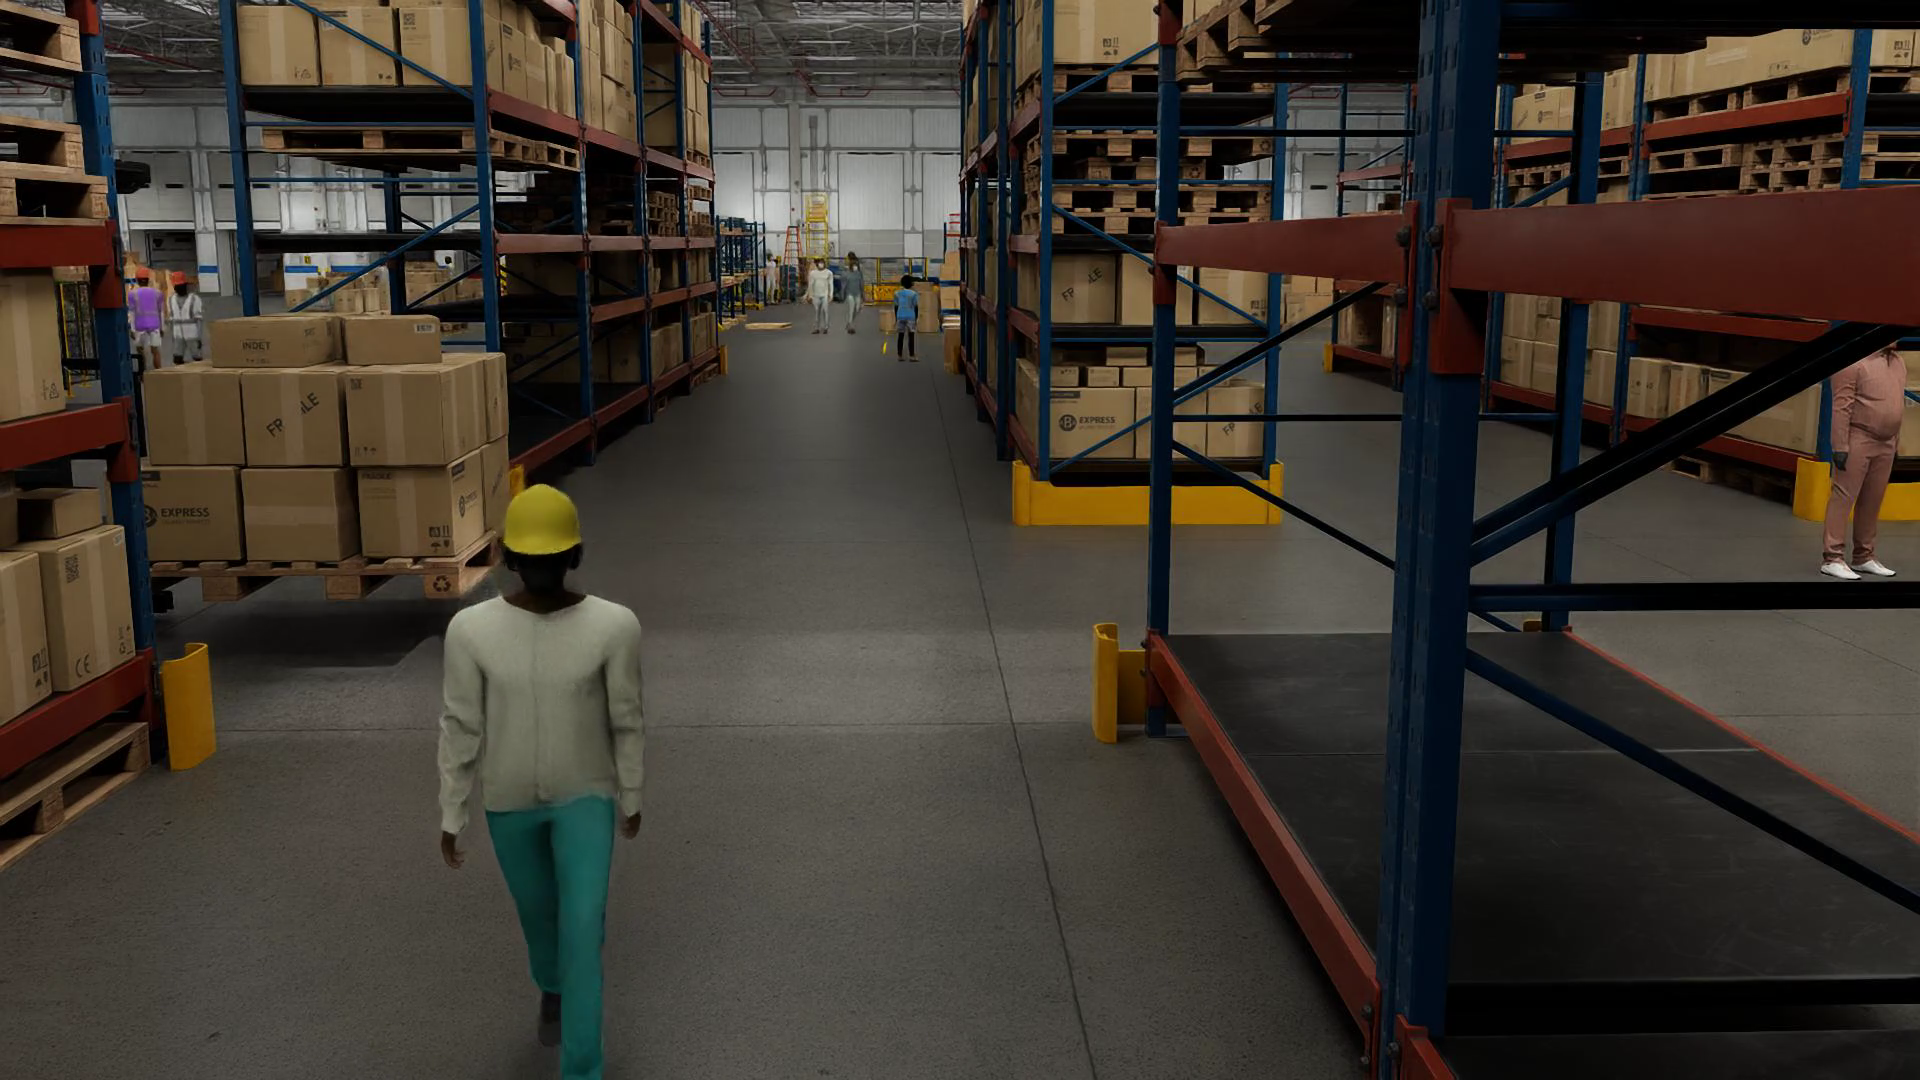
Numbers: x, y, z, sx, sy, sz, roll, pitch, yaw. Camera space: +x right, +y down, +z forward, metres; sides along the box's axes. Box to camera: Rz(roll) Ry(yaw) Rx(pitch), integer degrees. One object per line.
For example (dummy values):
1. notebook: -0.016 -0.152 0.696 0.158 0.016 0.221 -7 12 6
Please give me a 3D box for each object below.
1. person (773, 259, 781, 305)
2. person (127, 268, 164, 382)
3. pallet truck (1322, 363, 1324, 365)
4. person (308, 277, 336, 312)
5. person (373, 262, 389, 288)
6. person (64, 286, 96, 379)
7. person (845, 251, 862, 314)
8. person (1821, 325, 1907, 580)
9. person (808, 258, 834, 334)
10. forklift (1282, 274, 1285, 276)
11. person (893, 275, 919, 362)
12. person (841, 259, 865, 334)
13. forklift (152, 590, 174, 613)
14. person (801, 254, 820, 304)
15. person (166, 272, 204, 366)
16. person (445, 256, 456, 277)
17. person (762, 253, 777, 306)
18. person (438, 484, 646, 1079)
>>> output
1. person: -6.855 -9.532 61.530 0.319 1.693 0.532 7 12 32
2. person: -13.458 -3.519 27.452 0.571 1.896 0.930 -9 13 -40
3. pallet truck: 7.712 -4.157 30.737 1.885 1.965 0.823 3 11 16
4. person: -13.354 -4.699 34.829 0.539 1.597 0.487 -4 11 -20
5. person: -18.799 -8.275 54.239 1.029 1.803 0.498 8 13 38
6. person: -15.213 -3.582 28.669 0.851 1.587 0.520 7 12 33
7. person: -3.530 -8.351 53.982 0.535 2.000 0.674 6 12 30
8. person: 6.340 -0.670 11.599 0.642 1.900 0.400 -4 11 -23
9. person: -3.533 -6.183 42.299 0.653 1.935 0.506 1 10 5
10. forklift: 12.142 -10.797 65.268 1.129 2.768 1.873 0 10 -2
11. person: -1.049 -4.329 32.528 0.536 1.699 0.321 5 11 25
12. person: -2.794 -6.243 42.618 0.661 1.909 0.673 -6 12 -32
13. forklift: -5.858 -0.811 9.639 1.873 2.768 1.129 -1 10 -3
14. person: -5.474 -9.591 61.366 0.816 1.882 0.607 -5 12 -28
15. person: -11.474 -3.003 24.597 0.567 1.883 0.977 0 10 1
16. person: -18.010 -9.099 58.722 0.429 1.838 0.621 -2 10 -10
17. person: -6.989 -9.580 61.119 0.354 1.936 0.635 10 14 43
18. person: -1.125 0.684 4.551 0.530 1.720 0.917 -1 10 -7
